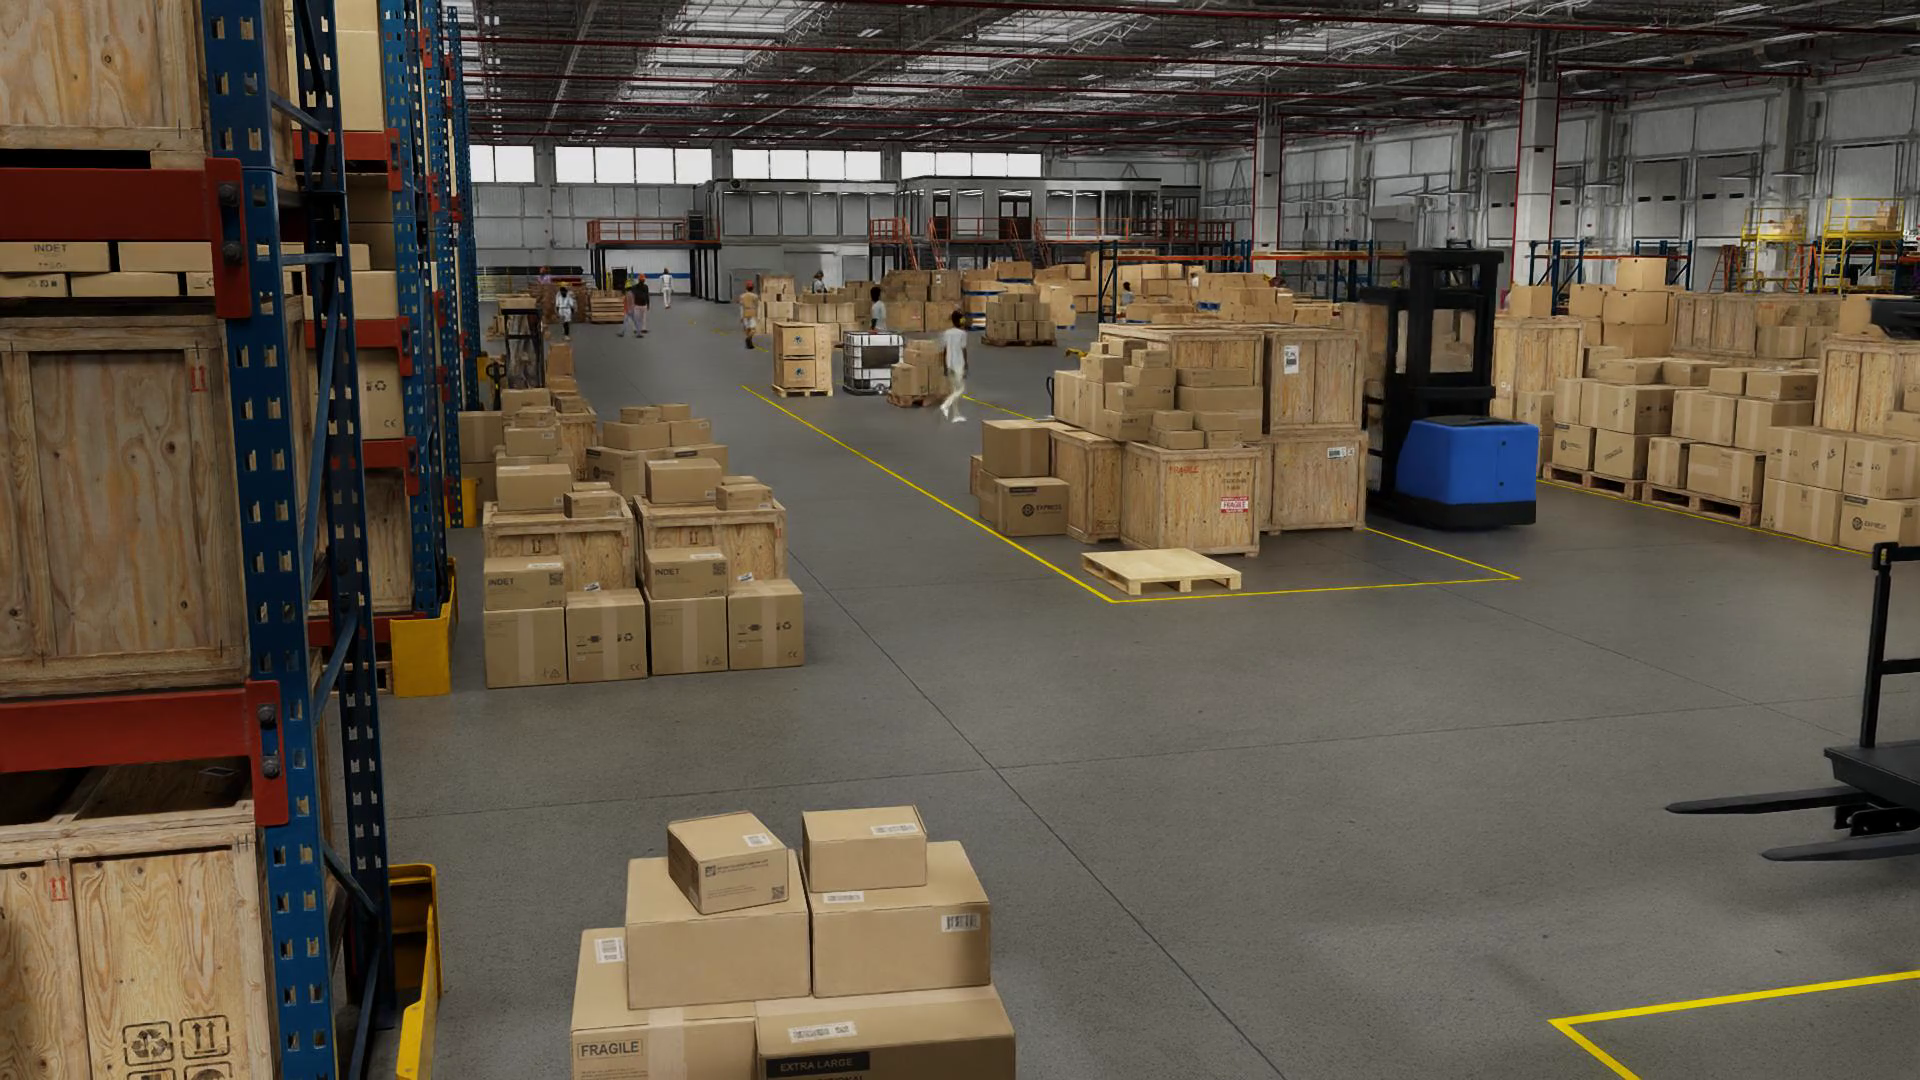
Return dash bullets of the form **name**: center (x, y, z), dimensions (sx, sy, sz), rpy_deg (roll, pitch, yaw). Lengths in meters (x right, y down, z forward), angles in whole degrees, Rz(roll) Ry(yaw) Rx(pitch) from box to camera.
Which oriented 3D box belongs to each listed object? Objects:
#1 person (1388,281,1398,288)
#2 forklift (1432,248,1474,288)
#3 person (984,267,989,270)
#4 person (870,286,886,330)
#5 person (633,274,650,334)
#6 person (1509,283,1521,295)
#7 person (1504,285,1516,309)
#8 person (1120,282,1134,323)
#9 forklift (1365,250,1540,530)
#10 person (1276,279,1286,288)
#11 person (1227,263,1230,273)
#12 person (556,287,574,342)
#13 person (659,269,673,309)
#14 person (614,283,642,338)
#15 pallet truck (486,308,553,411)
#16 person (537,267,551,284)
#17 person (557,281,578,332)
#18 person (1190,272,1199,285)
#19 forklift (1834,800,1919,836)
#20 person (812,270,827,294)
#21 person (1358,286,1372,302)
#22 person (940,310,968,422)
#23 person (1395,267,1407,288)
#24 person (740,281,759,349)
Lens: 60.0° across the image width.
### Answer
- **person**: center (12.015, -6.256, 46.312), dimensions (0.635, 1.908, 0.600), rpy_deg (-3, 10, -15)
- **forklift**: center (11.813, -5.631, 40.062), dimensions (1.129, 2.768, 1.873), rpy_deg (5, 11, 28)
- **person**: center (1.193, -11.321, 74.956), dimensions (0.547, 1.934, 0.375), rpy_deg (-4, 11, -23)
- **person**: center (-1.915, -4.864, 38.364), dimensions (0.410, 1.951, 0.607), rpy_deg (3, 10, 14)
- **person**: center (-10.494, -7.788, 54.842), dimensions (0.431, 1.981, 0.630), rpy_deg (9, 14, 43)
- **person**: center (17.371, -7.172, 52.020), dimensions (0.352, 1.729, 0.516), rpy_deg (-5, 11, -27)
- **person**: center (15.429, -6.162, 46.171), dimensions (0.634, 1.801, 0.892), rpy_deg (2, 10, 10)
- **person**: center (4.946, -6.682, 49.038), dimensions (0.533, 1.810, 0.925), rpy_deg (5, 11, 28)
- **forklift**: center (5.102, -1.615, 17.316), dimensions (1.129, 2.768, 1.873), rpy_deg (-3, 10, -16)
- **person**: center (9.782, -7.090, 51.184), dimensions (0.695, 1.880, 0.958), rpy_deg (-3, 11, -17)
- **person**: center (15.481, -14.838, 94.857), dimensions (0.618, 1.954, 1.010), rpy_deg (-4, 11, -23)
- **person**: center (-11.946, -6.856, 50.432), dimensions (0.519, 1.661, 0.816), rpy_deg (2, 10, 11)
- **person**: center (-13.504, -11.532, 76.425), dimensions (0.608, 1.831, 0.966), rpy_deg (-3, 10, -14)
- **person**: center (-10.406, -7.202, 52.260), dimensions (0.919, 1.715, 0.544), rpy_deg (3, 10, 16)
- **pallet truck**: center (-6.242, -2.418, 24.362), dimensions (0.823, 1.965, 1.885), rpy_deg (1, 10, 3)
- **person**: center (-17.344, -10.390, 69.421), dimensions (0.612, 2.026, 0.589), rpy_deg (4, 11, 19)
- **person**: center (-12.387, -7.256, 52.390), dimensions (0.622, 1.789, 0.903), rpy_deg (-4, 11, -22)
- **person**: center (9.231, -9.620, 65.499), dimensions (0.795, 1.903, 0.701), rpy_deg (7, 12, 35)
- **forklift**: center (5.310, 0.103, 7.589), dimensions (1.873, 2.768, 1.129), rpy_deg (-3, 10, -15)
- **person**: center (-4.910, -8.447, 58.384), dimensions (0.536, 2.000, 0.672), rpy_deg (-4, 11, -21)
- **person**: center (9.836, -5.158, 40.145), dimensions (0.397, 1.911, 0.579), rpy_deg (-8, 13, -39)
- **person**: center (-0.115, -2.812, 27.037), dimensions (0.523, 1.854, 0.651), rpy_deg (9, 13, 41)
- **person**: center (21.052, -12.089, 79.407), dimensions (0.611, 1.898, 0.978), rpy_deg (0, 10, -2)
- **person**: center (-5.874, -6.265, 46.385), dimensions (0.545, 1.921, 0.626), rpy_deg (2, 10, 11)
